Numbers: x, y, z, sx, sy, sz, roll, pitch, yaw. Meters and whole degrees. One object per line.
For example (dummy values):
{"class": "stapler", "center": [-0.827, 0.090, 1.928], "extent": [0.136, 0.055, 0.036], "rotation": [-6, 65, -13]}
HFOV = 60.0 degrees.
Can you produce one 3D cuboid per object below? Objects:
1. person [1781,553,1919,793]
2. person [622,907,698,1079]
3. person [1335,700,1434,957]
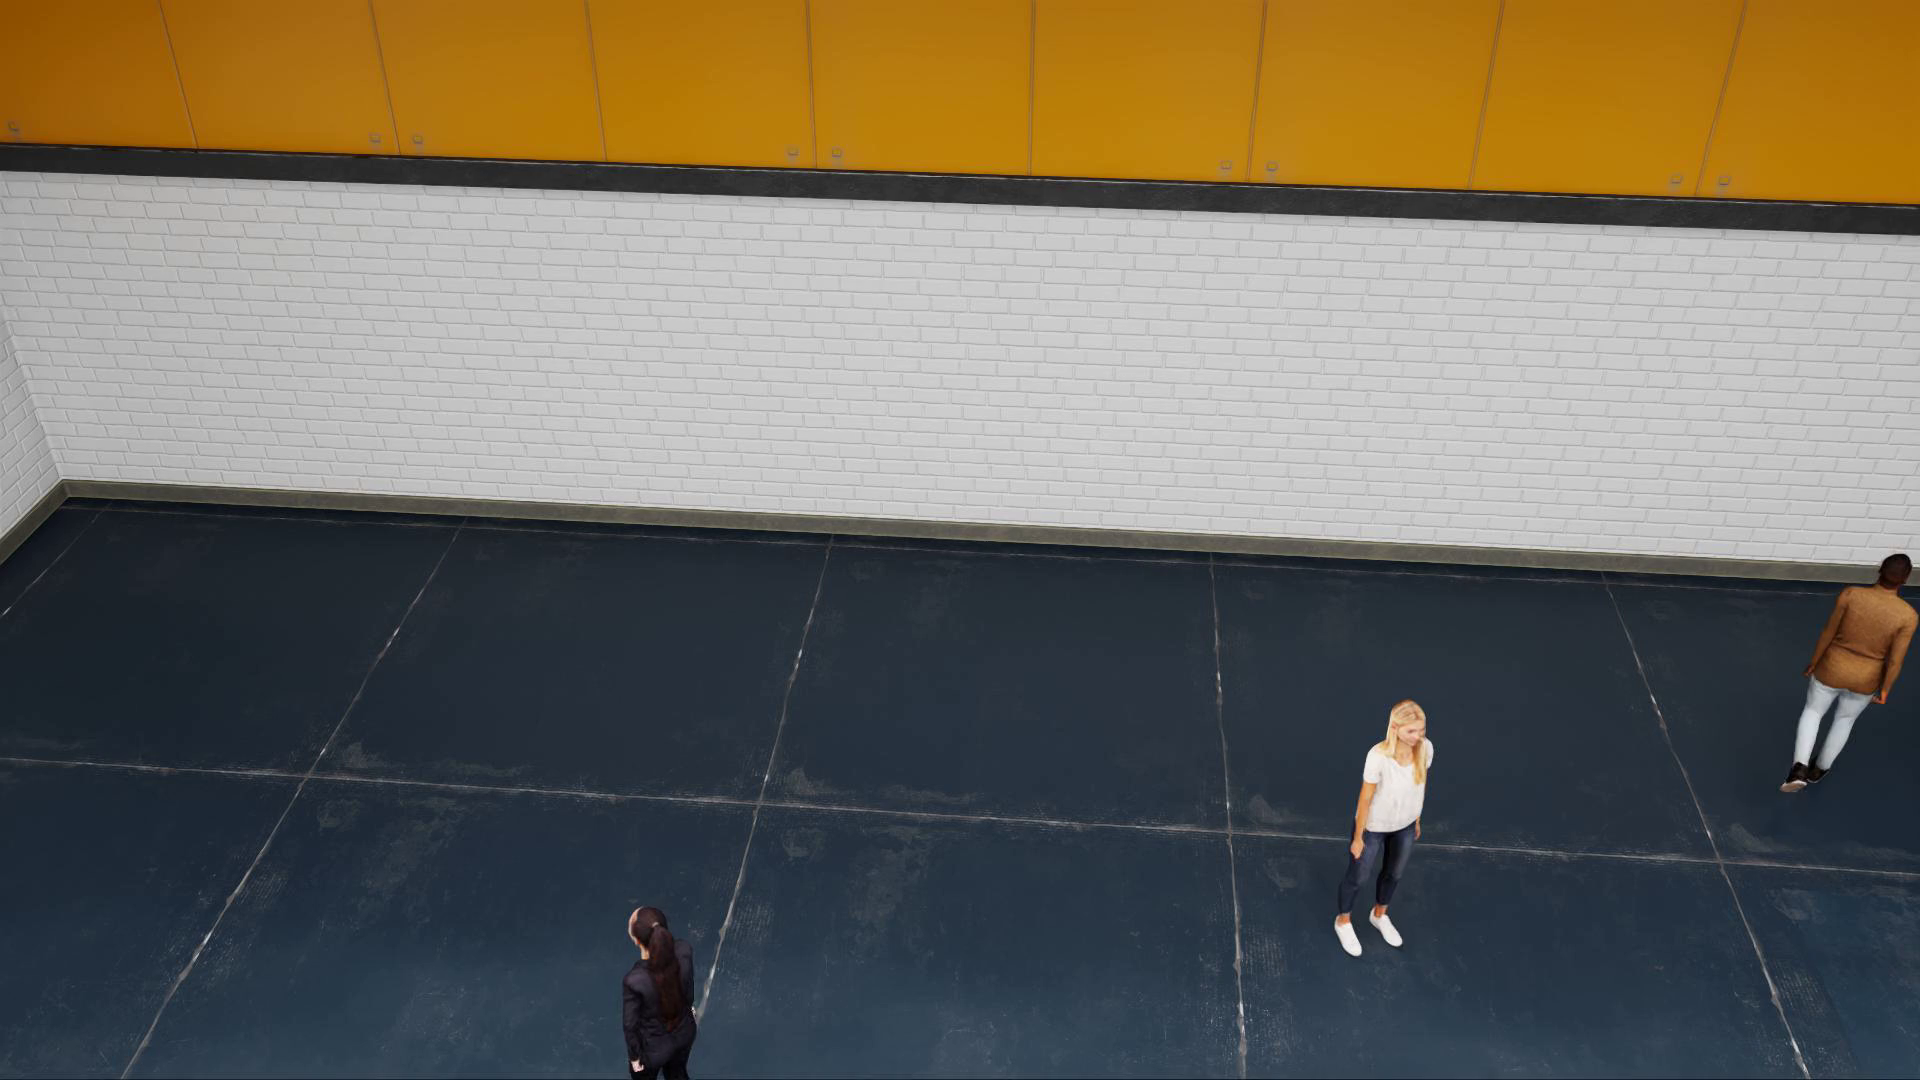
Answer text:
{"class": "person", "center": [5.483, 0.866, 10.295], "extent": [0.922, 1.805, 1.065], "rotation": [21, 39, 29]}
{"class": "person", "center": [-1.376, 2.441, 8.019], "extent": [0.780, 1.701, 0.837], "rotation": [-28, 43, -35]}
{"class": "person", "center": [2.345, 1.570, 9.238], "extent": [0.673, 1.804, 0.676], "rotation": [-13, 36, -19]}
